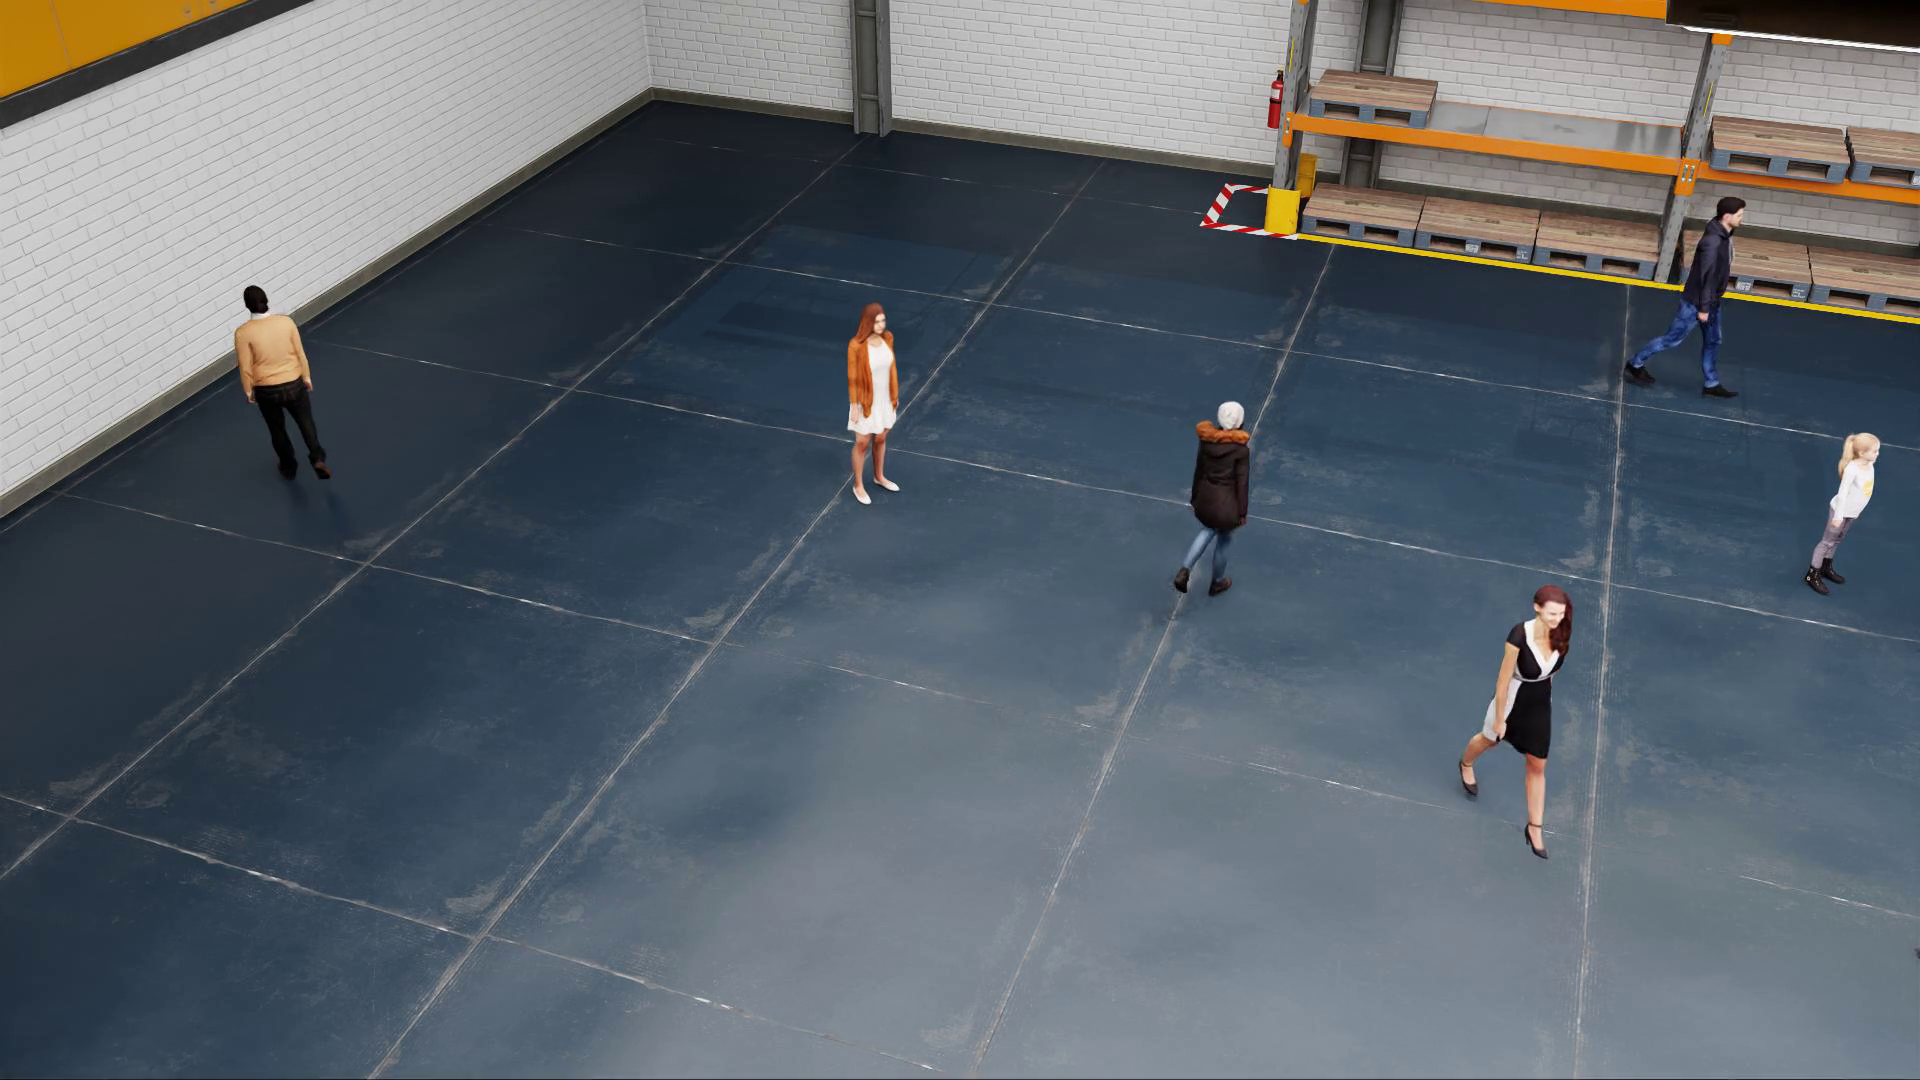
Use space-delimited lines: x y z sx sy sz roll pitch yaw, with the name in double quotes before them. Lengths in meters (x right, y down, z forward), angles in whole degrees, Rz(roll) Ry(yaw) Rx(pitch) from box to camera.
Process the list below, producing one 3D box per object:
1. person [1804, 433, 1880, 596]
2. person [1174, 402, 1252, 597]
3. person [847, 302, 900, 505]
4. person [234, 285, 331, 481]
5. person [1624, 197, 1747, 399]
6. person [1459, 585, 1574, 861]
"person" 6.522 -0.227 12.274 0.579 1.277 0.622 -23 40 -31
"person" 1.828 -0.250 11.994 0.863 1.625 0.859 -28 43 -35
"person" -0.700 -1.120 13.219 0.719 1.717 0.729 -26 41 -33
"person" -5.435 -1.202 13.323 0.959 1.739 1.078 -23 40 -30
"person" 6.409 -2.130 14.621 1.293 1.848 0.888 20 38 27
"person" 3.320 0.977 10.036 1.139 1.749 1.119 -10 35 -14
